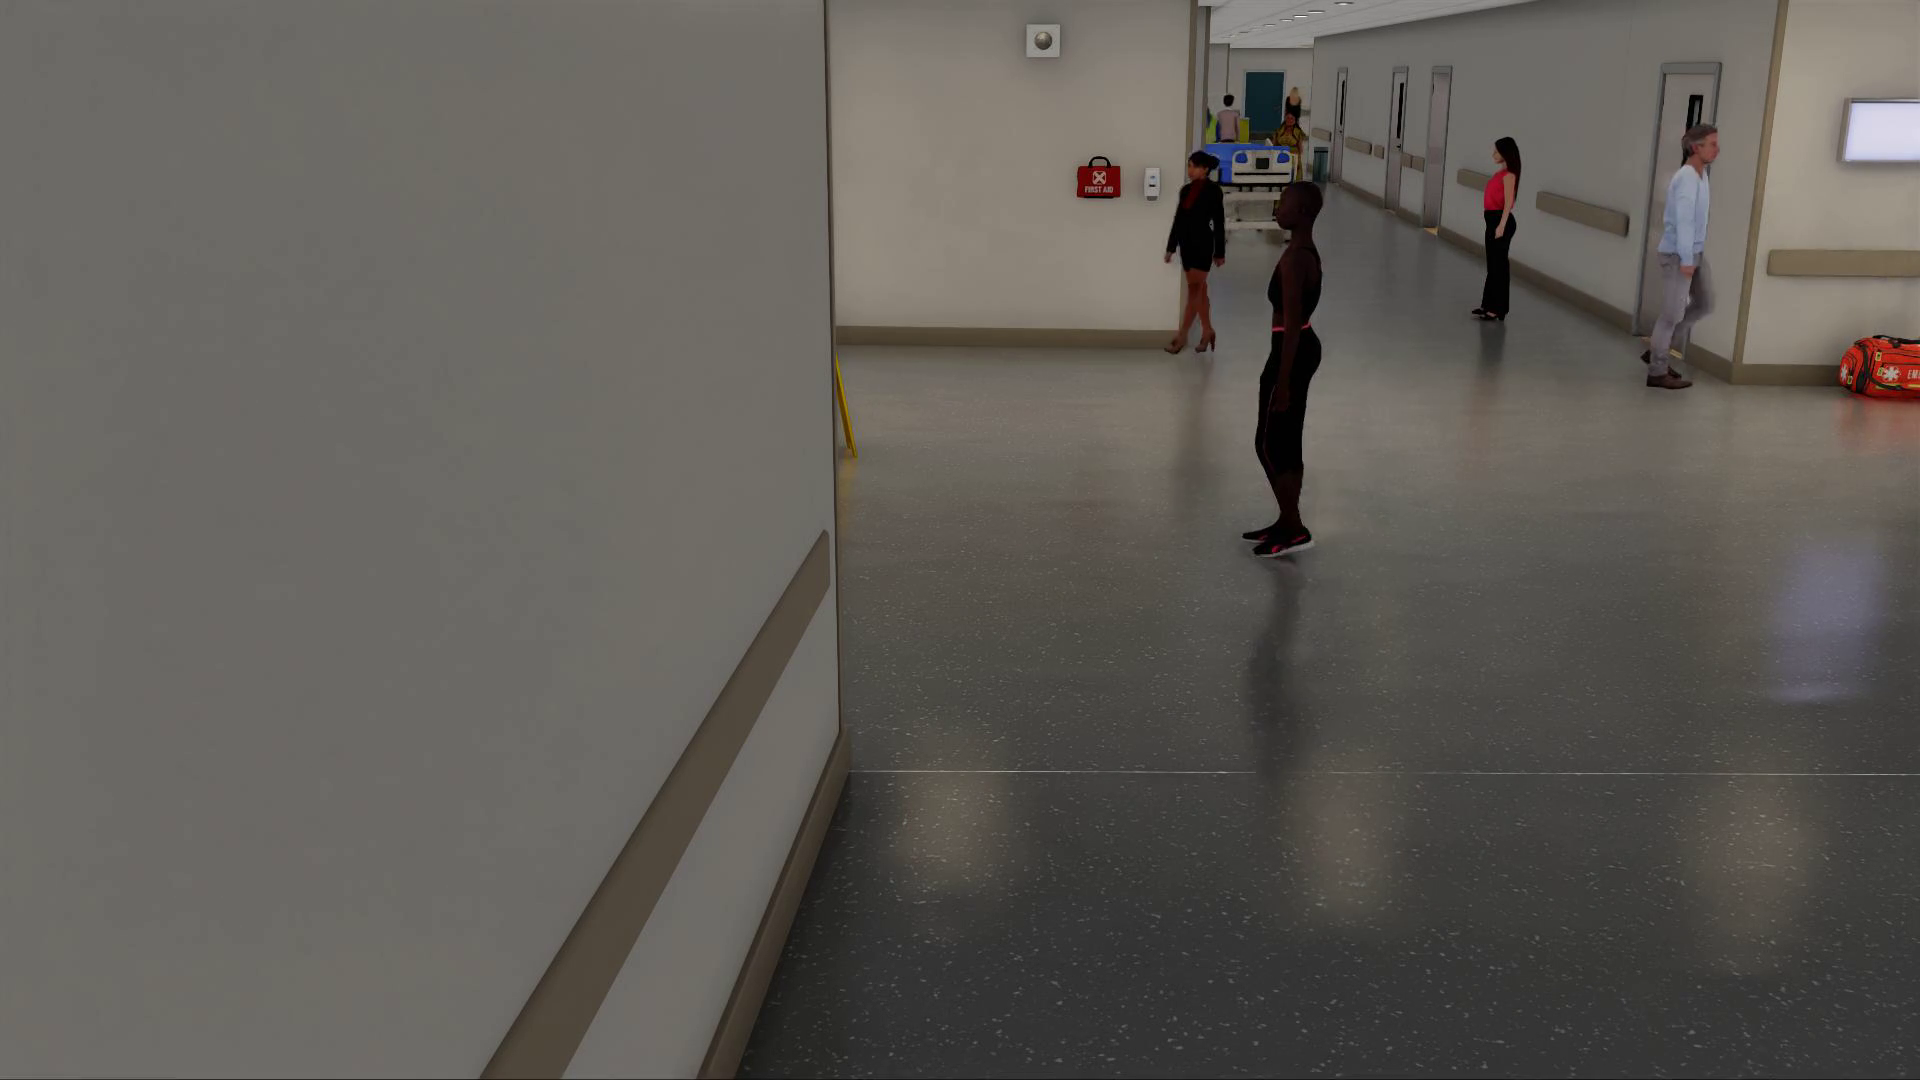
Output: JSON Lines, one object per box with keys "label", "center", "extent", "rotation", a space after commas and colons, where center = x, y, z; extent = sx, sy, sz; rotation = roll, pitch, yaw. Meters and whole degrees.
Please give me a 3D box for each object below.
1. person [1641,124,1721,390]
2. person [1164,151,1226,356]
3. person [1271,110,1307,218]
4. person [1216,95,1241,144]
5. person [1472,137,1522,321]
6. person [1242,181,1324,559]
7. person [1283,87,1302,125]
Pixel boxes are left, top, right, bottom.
{"label": "person", "center": [5.118, -2.032, 11.999], "extent": [0.869, 1.878, 0.831], "rotation": [12, 19, 35]}
{"label": "person", "center": [1.962, -2.286, 13.388], "extent": [1.001, 1.613, 0.929], "rotation": [-12, 20, -36]}
{"label": "person", "center": [5.200, -5.995, 26.460], "extent": [0.741, 1.659, 0.939], "rotation": [3, 16, 11]}
{"label": "person", "center": [5.186, -7.741, 32.422], "extent": [1.076, 1.785, 0.861], "rotation": [5, 17, 17]}
{"label": "person", "center": [5.003, -2.893, 15.445], "extent": [0.509, 1.666, 0.581], "rotation": [2, 16, 6]}
{"label": "person", "center": [1.616, -0.798, 7.846], "extent": [0.679, 1.756, 0.676], "rotation": [5, 17, 19]}
{"label": "person", "center": [9.197, -11.574, 45.956], "extent": [0.692, 1.818, 0.789], "rotation": [-2, 16, -6]}
